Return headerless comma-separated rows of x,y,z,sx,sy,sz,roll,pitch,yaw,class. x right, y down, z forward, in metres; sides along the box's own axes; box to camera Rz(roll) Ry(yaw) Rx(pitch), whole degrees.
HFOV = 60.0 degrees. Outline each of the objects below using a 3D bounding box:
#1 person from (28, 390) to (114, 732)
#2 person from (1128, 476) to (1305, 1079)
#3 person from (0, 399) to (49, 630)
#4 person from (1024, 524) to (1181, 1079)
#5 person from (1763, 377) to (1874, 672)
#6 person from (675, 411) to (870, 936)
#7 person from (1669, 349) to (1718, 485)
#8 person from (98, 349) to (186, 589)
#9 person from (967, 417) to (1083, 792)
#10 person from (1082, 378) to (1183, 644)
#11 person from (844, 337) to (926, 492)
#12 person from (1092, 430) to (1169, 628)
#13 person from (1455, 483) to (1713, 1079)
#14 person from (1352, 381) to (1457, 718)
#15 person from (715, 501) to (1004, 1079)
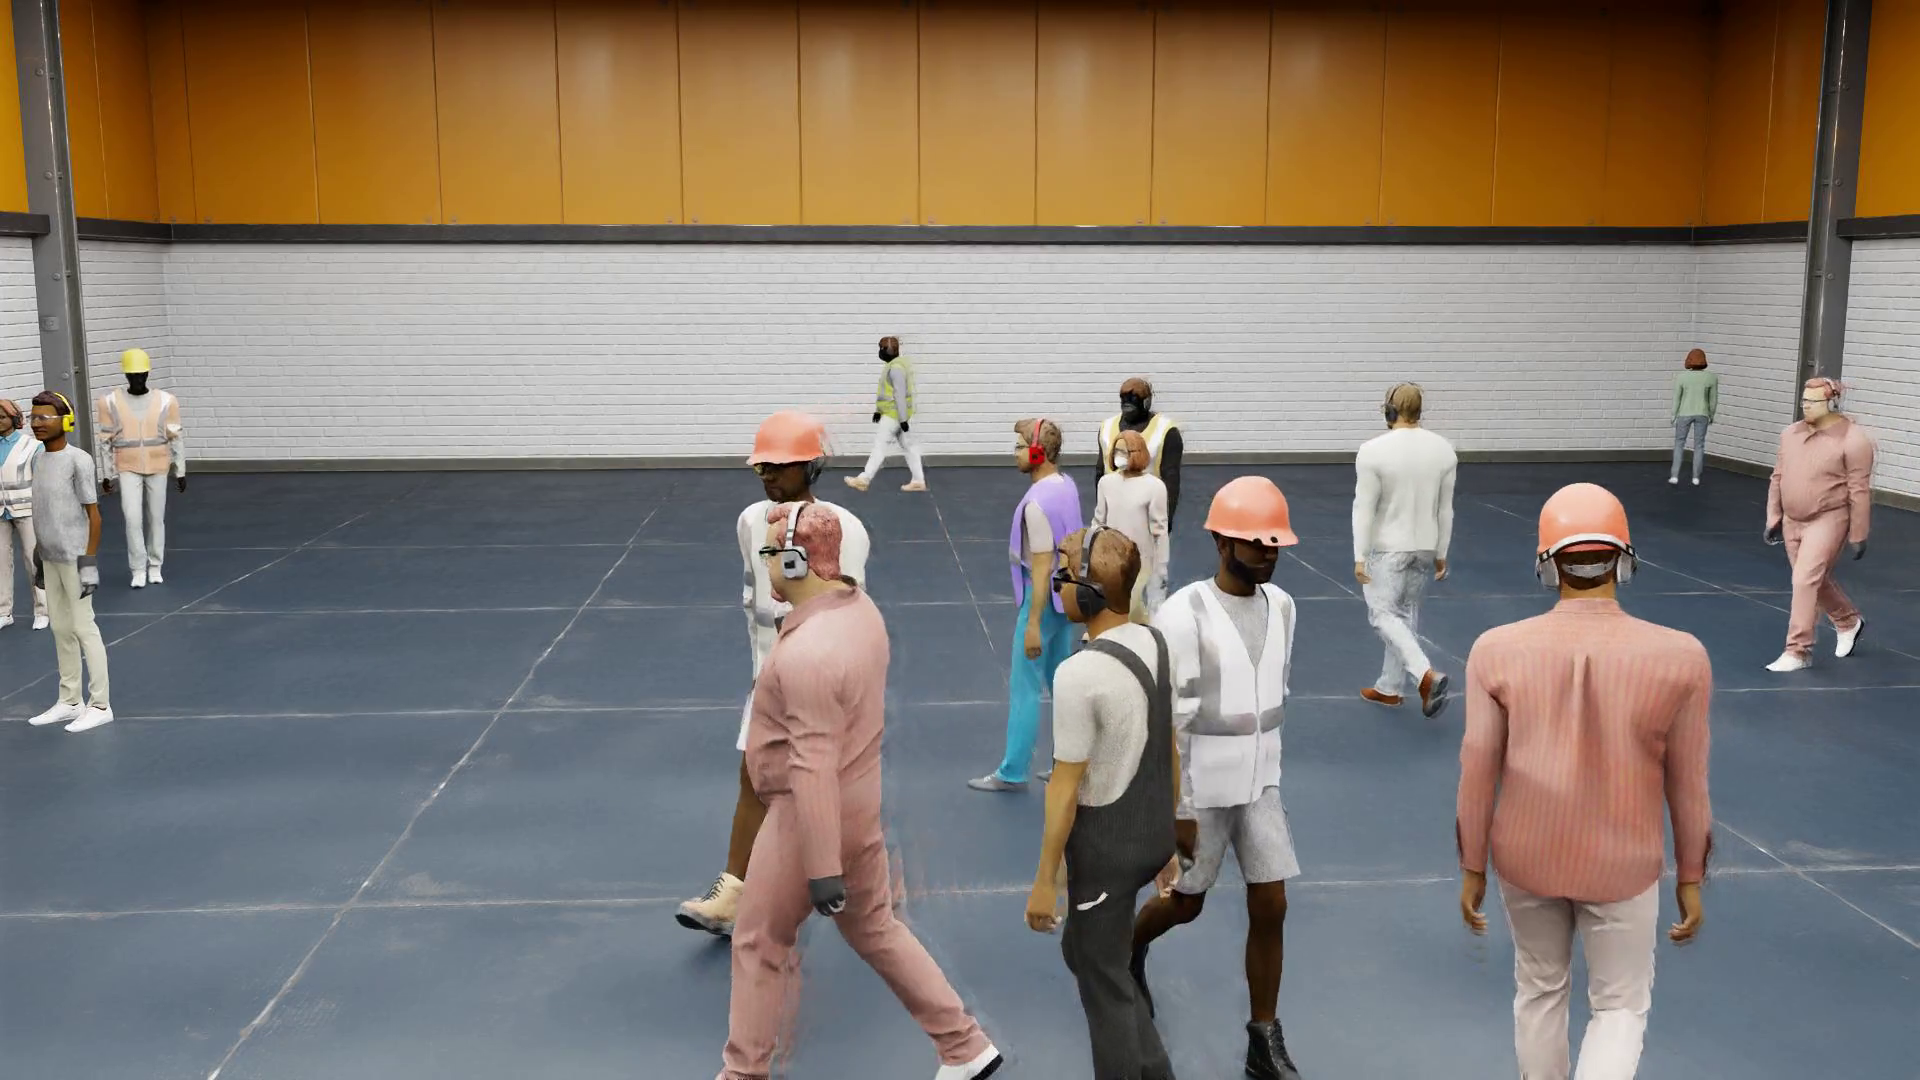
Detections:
-4.941,0.115,9.154,0.532,1.876,0.321,5,10,28,person
0.788,0.727,5.222,0.549,1.907,0.850,-5,10,-29,person
-6.670,-0.175,11.712,0.514,1.641,0.307,-1,9,-7,person
0.388,0.867,4.566,0.402,1.832,0.502,5,11,30,person
5.535,-0.113,10.644,0.903,1.872,0.628,-3,10,-18,person
-0.647,0.506,6.351,0.632,1.980,1.071,6,11,31,person
8.754,-1.467,19.864,0.511,1.633,0.319,2,9,15,person
-6.502,-0.557,13.265,0.613,1.901,0.778,-5,10,-29,person
0.372,0.320,8.039,0.485,1.844,0.571,3,10,19,person
1.138,-0.175,11.181,0.670,1.803,0.879,5,10,30,person
-0.848,-1.440,19.186,0.994,1.787,0.627,0,9,3,person
0.999,0.127,9.972,0.845,1.586,0.516,-8,12,-43,person
1.591,0.841,4.294,0.626,1.965,0.730,5,10,27,person
2.530,0.070,9.350,0.627,1.918,0.767,-3,10,-21,person
-0.353,0.807,4.866,0.942,1.867,0.634,2,9,15,person
